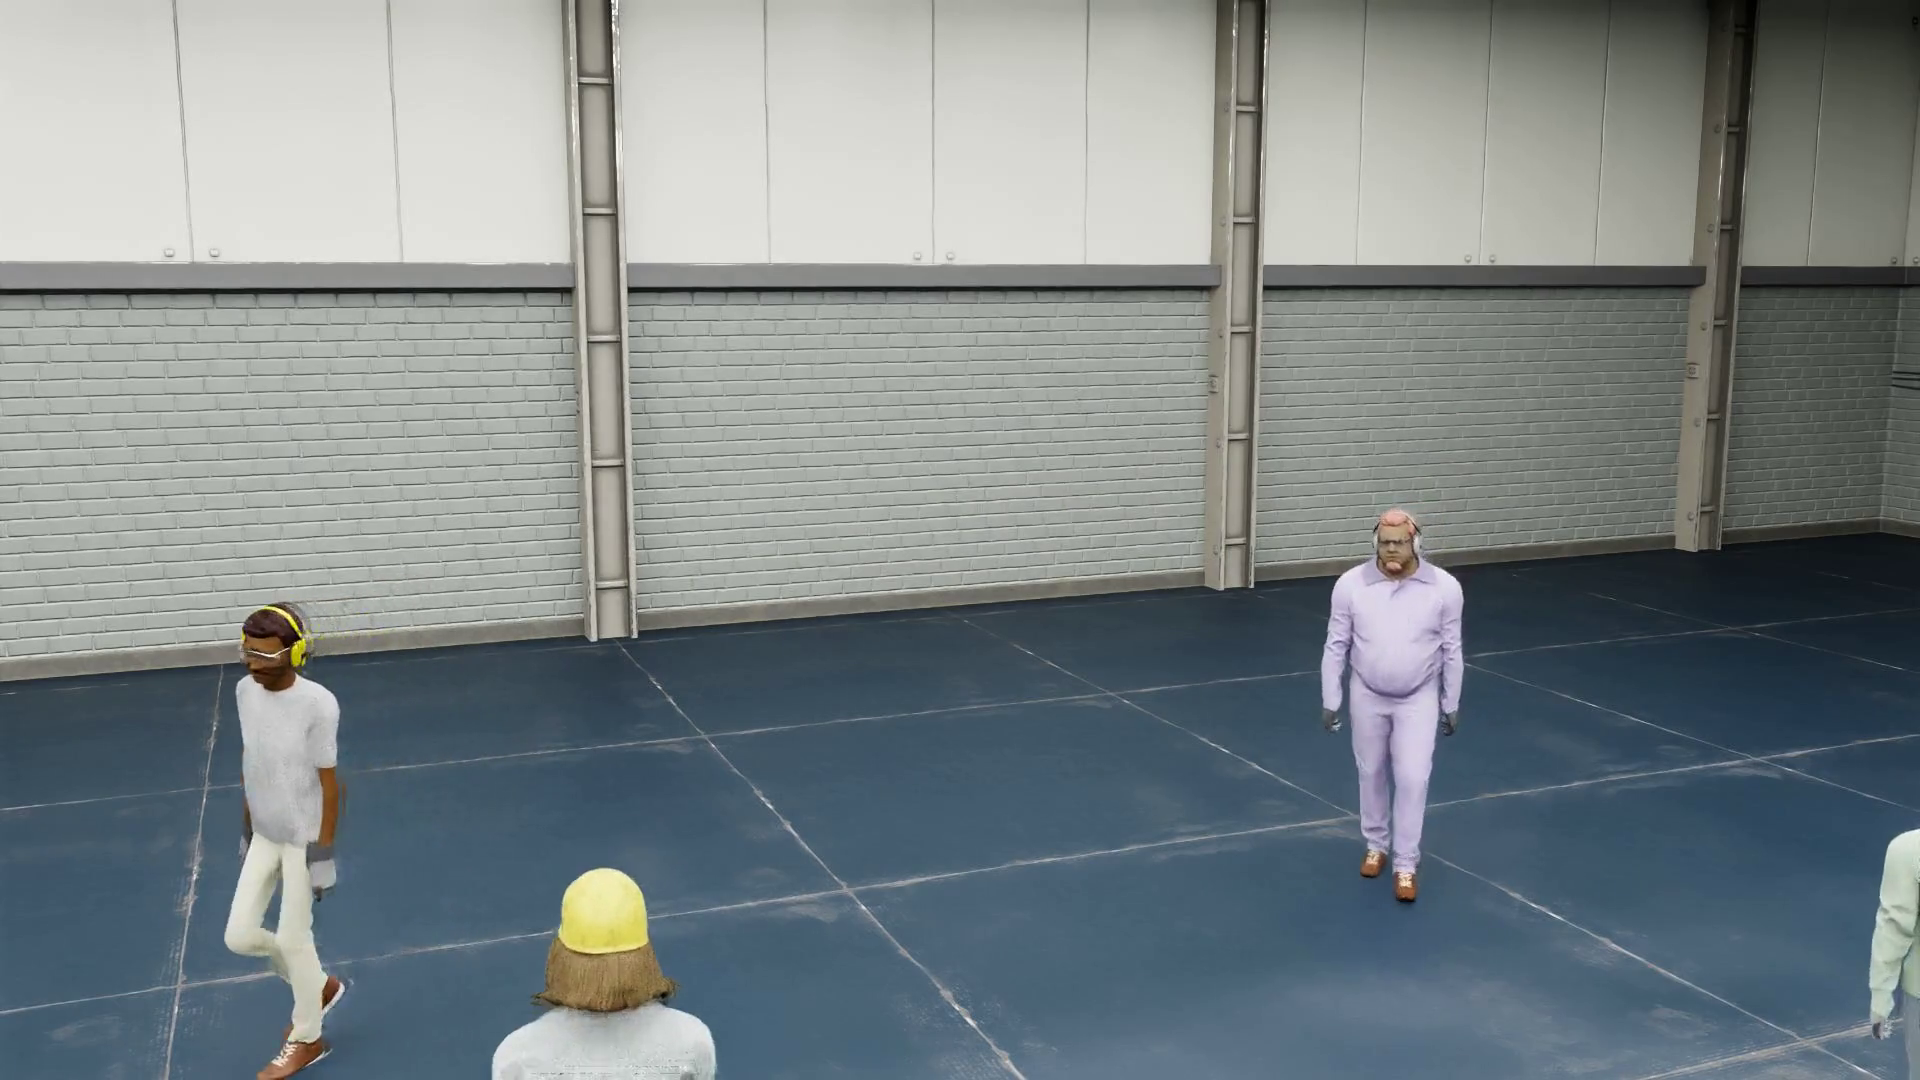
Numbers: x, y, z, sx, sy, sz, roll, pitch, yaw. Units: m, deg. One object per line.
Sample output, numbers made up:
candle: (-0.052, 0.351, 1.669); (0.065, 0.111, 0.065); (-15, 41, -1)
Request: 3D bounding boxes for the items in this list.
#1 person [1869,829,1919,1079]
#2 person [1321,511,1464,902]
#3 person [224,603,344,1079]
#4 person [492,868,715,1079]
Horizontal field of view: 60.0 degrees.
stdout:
person: (3.018, 1.438, 4.989); (0.526, 1.613, 0.616); (5, 10, 29)
person: (2.097, 0.806, 8.156); (0.666, 1.877, 0.800); (4, 10, 21)
person: (-2.529, 1.129, 6.236); (0.550, 1.846, 0.412); (5, 10, 27)
person: (-0.785, 1.584, 3.717); (0.508, 1.729, 0.403); (-3, 10, -18)
